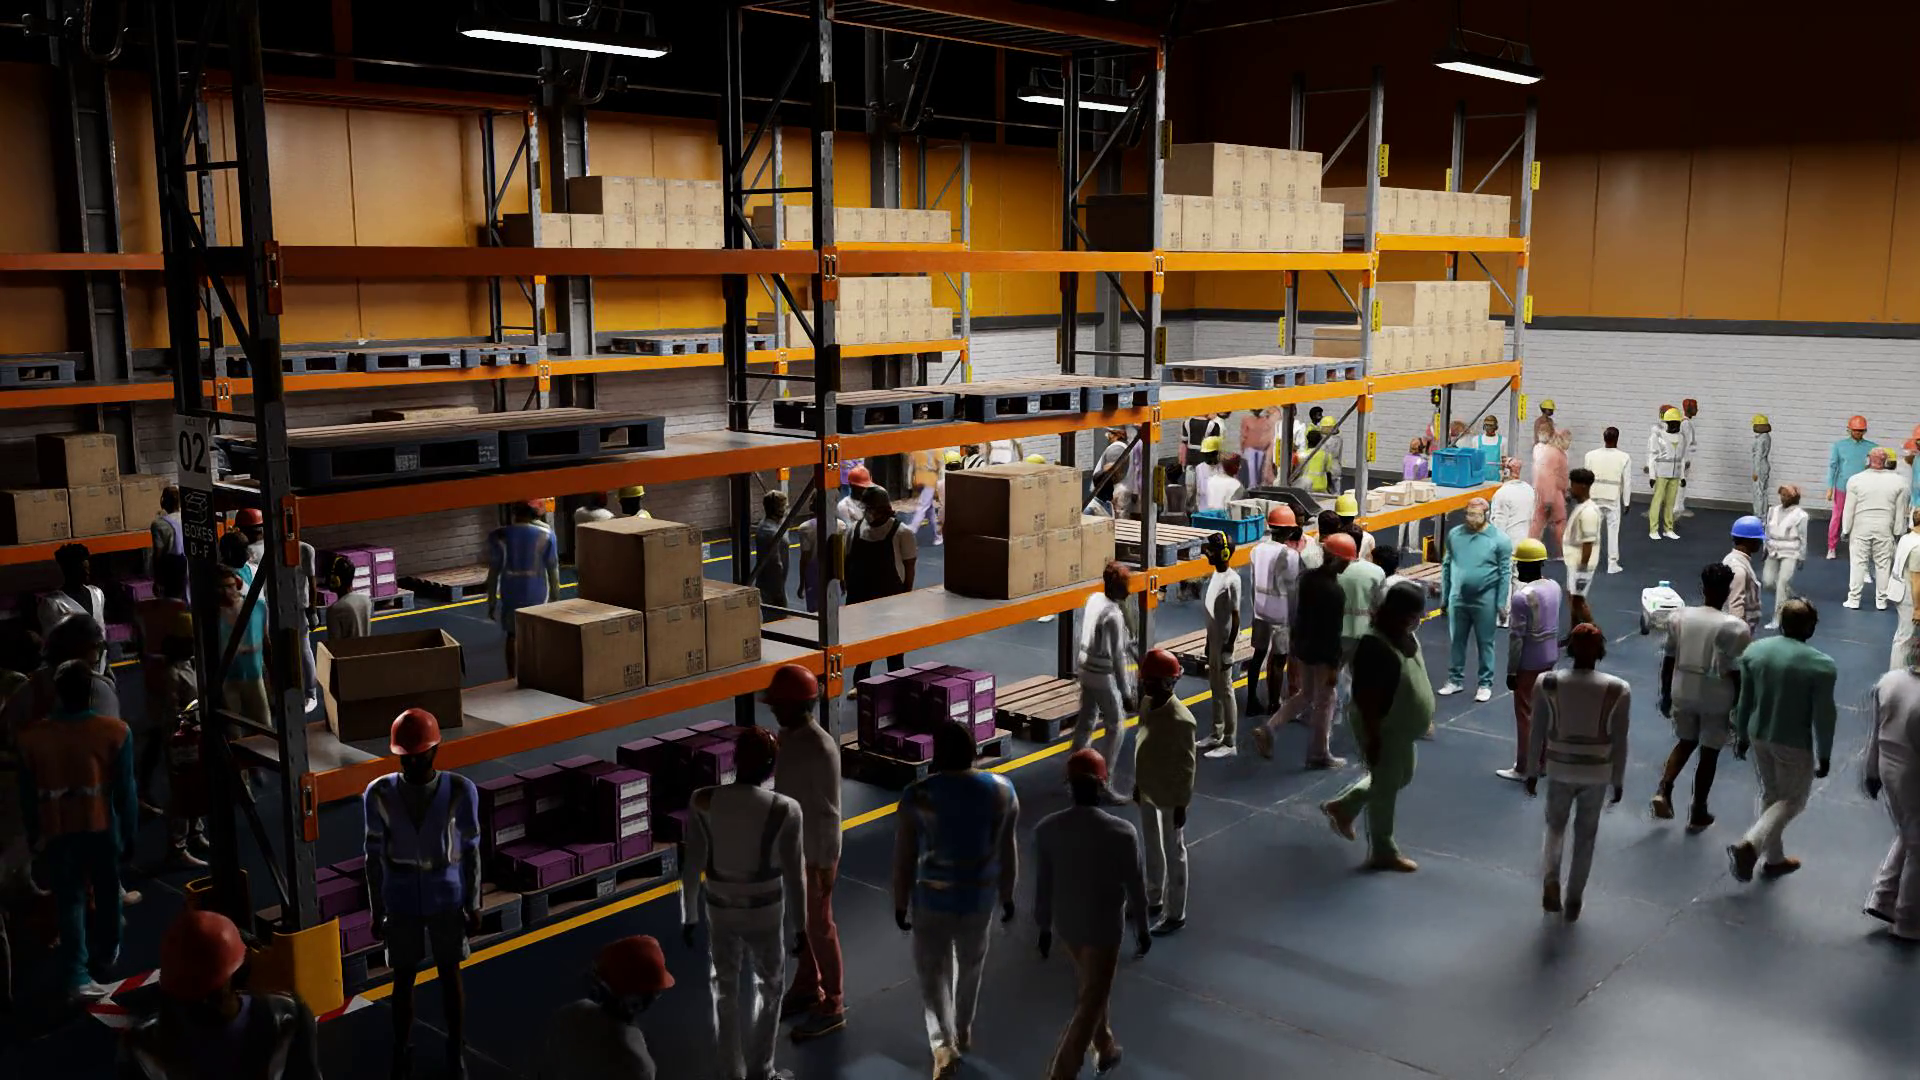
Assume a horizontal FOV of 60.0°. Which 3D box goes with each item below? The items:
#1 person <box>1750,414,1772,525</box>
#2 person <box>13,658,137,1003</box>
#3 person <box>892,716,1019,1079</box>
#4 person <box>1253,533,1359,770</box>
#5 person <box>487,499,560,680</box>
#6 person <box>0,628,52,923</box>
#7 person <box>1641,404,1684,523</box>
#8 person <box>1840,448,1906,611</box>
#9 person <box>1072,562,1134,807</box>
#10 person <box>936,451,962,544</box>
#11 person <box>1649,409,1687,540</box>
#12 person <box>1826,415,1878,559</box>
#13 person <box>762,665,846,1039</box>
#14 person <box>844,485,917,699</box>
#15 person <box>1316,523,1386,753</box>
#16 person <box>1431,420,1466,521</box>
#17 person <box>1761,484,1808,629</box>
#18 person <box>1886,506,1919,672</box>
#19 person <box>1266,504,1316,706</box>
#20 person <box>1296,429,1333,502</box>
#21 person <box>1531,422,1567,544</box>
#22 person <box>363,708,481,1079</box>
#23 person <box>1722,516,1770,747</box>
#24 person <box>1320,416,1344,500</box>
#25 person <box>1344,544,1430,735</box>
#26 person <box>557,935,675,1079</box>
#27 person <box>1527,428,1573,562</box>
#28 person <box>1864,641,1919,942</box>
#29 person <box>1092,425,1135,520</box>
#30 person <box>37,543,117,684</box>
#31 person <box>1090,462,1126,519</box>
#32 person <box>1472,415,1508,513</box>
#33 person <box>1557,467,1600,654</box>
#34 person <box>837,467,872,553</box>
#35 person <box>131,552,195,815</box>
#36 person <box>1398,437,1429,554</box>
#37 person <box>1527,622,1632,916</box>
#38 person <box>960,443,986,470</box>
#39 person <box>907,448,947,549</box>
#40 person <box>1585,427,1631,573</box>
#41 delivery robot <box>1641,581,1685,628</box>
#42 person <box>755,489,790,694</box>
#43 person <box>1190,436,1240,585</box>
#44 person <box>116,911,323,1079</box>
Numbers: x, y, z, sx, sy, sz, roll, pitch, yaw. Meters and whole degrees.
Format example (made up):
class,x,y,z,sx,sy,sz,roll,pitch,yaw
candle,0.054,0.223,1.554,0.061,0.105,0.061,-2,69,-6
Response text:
class,x,y,z,sx,sy,sz,roll,pitch,yaw
person,12.255,-1.061,25.535,0.325,1.737,0.484,8,12,38
person,-4.887,1.605,9.233,0.592,1.883,0.897,-4,10,-23
person,-0.022,1.777,8.335,0.645,1.823,0.762,-2,10,-14
person,2.761,0.902,13.164,0.727,1.953,0.666,-3,10,-17
person,-3.997,0.509,15.313,0.625,2.014,0.776,-1,10,-6
person,-5.893,1.455,10.259,0.649,1.823,0.578,6,11,34
person,11.052,-1.195,26.018,0.586,1.856,0.925,-4,10,-20
person,10.650,-0.126,19.439,0.651,1.906,0.401,2,10,14
person,1.054,1.062,12.491,0.376,1.859,0.644,-3,10,-16
person,-0.077,-0.208,20.353,0.530,1.765,0.325,-7,12,-37
person,10.378,-0.964,24.374,0.593,1.928,0.362,-2,10,-13
person,12.168,-0.715,22.687,0.622,1.992,0.397,2,10,13
person,-0.828,1.622,8.775,0.409,1.985,0.627,-5,11,-29
person,-0.770,0.491,15.355,0.685,2.000,0.535,3,10,18
person,3.222,0.817,13.821,0.589,1.909,0.396,3,10,15
person,7.835,-1.086,26.074,0.773,1.603,0.497,1,10,5
person,9.181,0.172,18.473,0.528,1.625,0.527,-4,10,-21
person,8.811,0.583,15.425,0.394,1.836,0.561,4,10,23
person,2.973,0.605,15.089,0.598,1.908,0.400,-6,11,-32
person,5.045,-0.740,23.746,0.545,1.677,0.413,-1,10,-5
person,8.074,-0.671,22.674,0.605,1.913,0.680,-3,10,-15
person,-2.608,1.757,8.100,0.542,1.939,0.368,-2,10,-11
person,6.566,0.755,14.052,0.395,1.945,0.618,4,10,23
person,5.599,-1.015,25.268,0.483,1.737,0.319,-7,12,-35
person,3.733,0.858,14.332,0.825,1.655,0.529,6,11,31
person,-1.304,2.234,5.921,0.569,1.712,0.786,9,13,43
person,7.995,-0.583,22.341,0.912,1.845,0.628,0,10,-1
person,5.754,1.470,9.923,0.439,1.892,0.662,-1,10,-7
person,2.027,-0.647,22.151,0.537,2.000,0.682,4,10,23
person,-6.657,0.988,12.608,0.367,1.966,0.607,2,10,10
person,1.800,-0.180,20.609,0.549,1.608,0.379,5,11,30
person,7.711,-0.908,24.286,0.518,1.844,0.329,4,10,21
person,6.404,0.220,17.213,0.390,1.969,0.623,2,10,14
person,-1.063,0.158,17.799,0.824,1.896,0.604,7,12,37
person,-5.853,1.054,12.357,0.614,1.936,0.936,1,10,5
person,6.337,-0.619,23.205,0.311,1.633,0.519,-4,10,-21
person,3.794,1.436,10.224,0.581,1.866,0.523,4,10,23
person,0.156,-0.601,23.066,0.308,1.641,0.511,-9,13,-43
person,-0.496,-0.796,23.610,0.602,1.887,0.981,8,12,40
person,8.464,-0.526,21.788,0.595,1.917,0.372,7,12,35
delivery robot,7.726,0.696,18.279,0.477,0.478,0.707,2,10,13
person,-1.746,0.484,15.703,0.372,1.939,0.631,-2,10,-12
person,3.272,-0.386,21.044,0.638,1.883,0.917,9,13,42
person,-2.418,2.148,5.526,0.612,2.022,0.593,-5,11,-26
